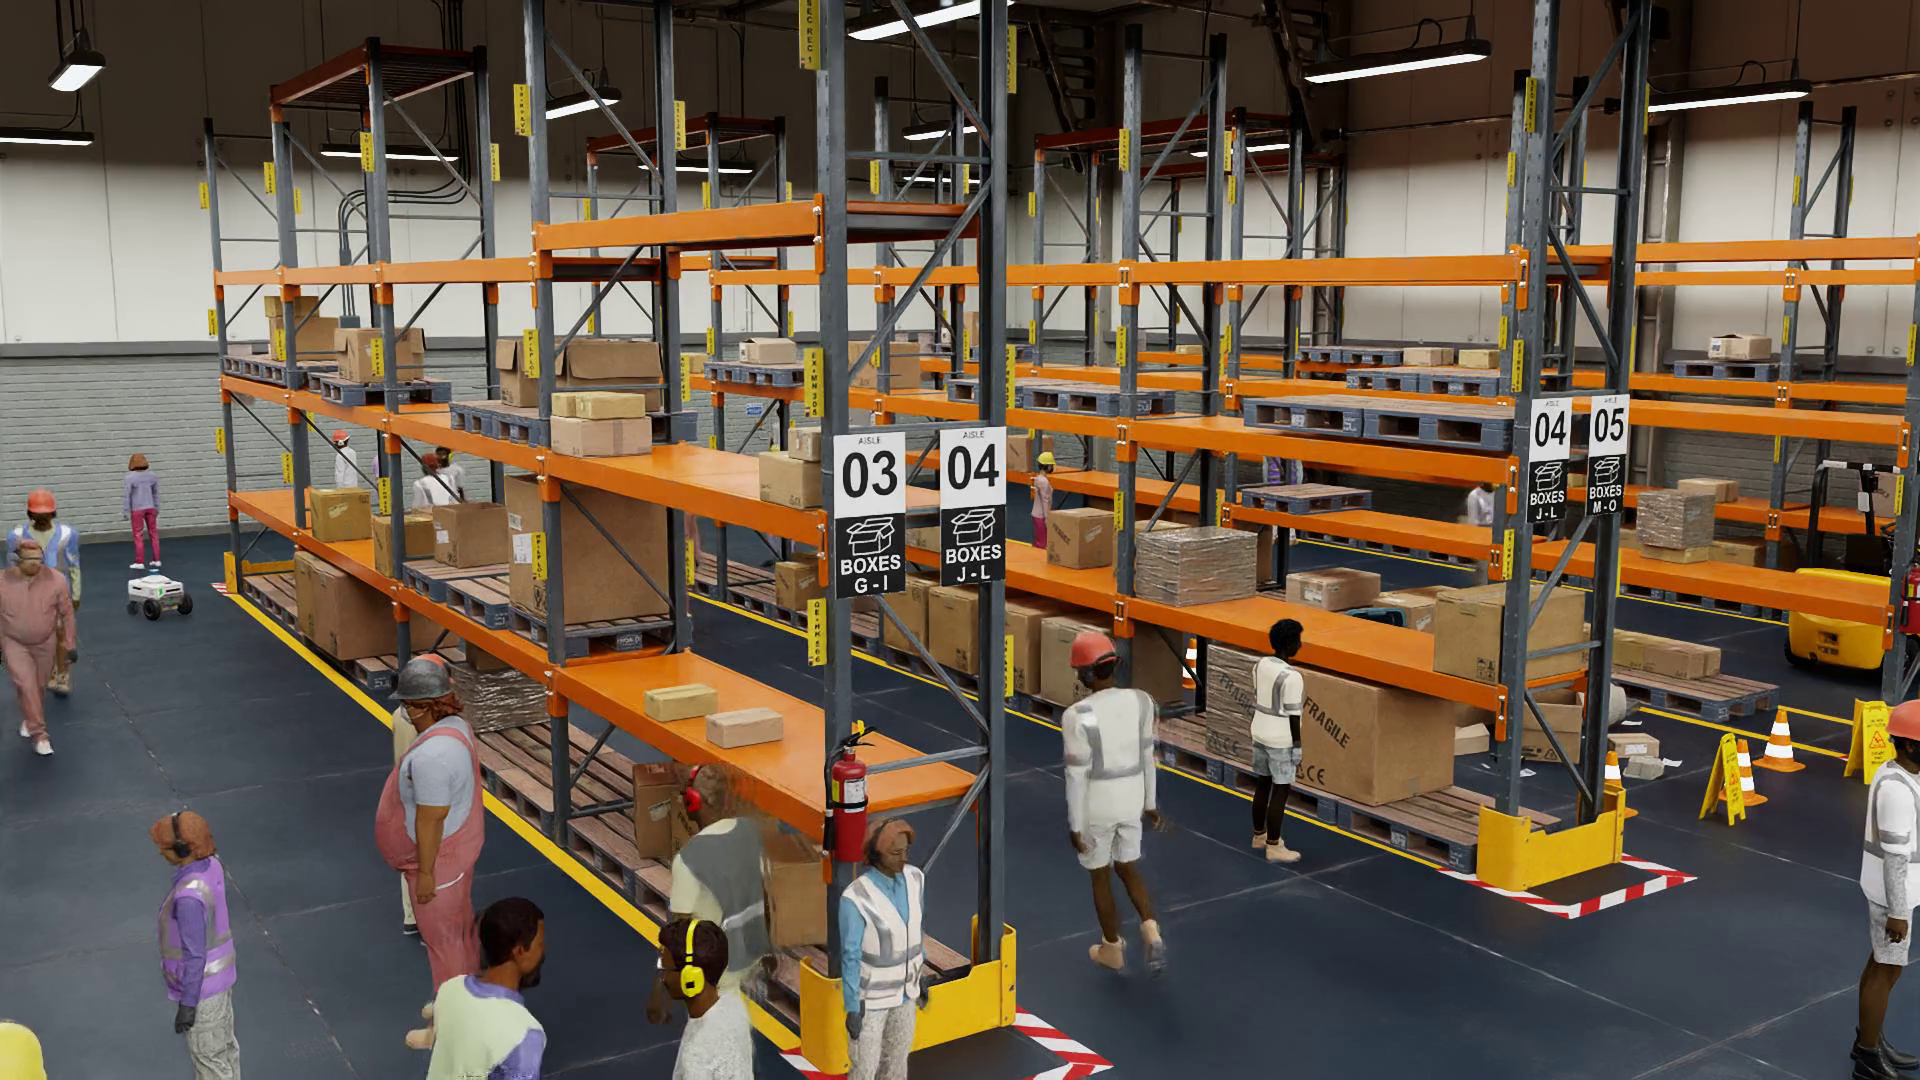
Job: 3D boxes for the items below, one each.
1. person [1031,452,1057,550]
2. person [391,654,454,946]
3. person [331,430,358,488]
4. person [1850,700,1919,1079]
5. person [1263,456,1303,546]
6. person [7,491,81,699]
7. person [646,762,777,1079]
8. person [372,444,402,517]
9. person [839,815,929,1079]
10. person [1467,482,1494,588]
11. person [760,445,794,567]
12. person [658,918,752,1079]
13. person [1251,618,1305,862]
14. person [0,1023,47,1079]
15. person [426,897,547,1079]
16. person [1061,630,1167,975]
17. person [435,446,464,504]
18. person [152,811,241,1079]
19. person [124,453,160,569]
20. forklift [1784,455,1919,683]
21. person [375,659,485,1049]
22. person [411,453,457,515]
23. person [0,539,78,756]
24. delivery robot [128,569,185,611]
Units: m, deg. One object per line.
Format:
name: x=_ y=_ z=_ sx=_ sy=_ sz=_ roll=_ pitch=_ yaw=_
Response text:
person: x=1.133 y=-0.304 z=22.331 sx=0.338 sy=1.758 sz=0.520 roll=-1 pitch=9 yaw=-4
person: x=-3.196 y=1.547 z=10.016 sx=0.342 sy=1.748 sz=0.573 roll=-7 pitch=11 yaw=-39
person: x=-9.642 y=-0.857 z=26.055 sx=0.349 sy=1.743 sz=0.563 roll=0 pitch=9 yaw=2
person: x=4.639 y=1.729 z=8.190 sx=0.360 sy=1.935 sz=0.552 roll=5 pitch=10 yaw=29
person: x=4.972 y=-0.830 z=25.575 sx=0.620 sy=1.838 sz=0.430 roll=4 pitch=10 yaw=26
person: x=-8.810 y=0.527 z=16.021 sx=0.614 sy=1.985 sz=1.025 roll=-3 pitch=9 yaw=-20
person: x=-1.159 y=1.900 z=7.457 sx=0.777 sy=1.802 sz=0.724 roll=4 pitch=9 yaw=24
person: x=-7.808 y=-0.522 z=22.858 sx=0.383 sy=2.036 sz=0.605 roll=0 pitch=9 yaw=3
person: x=-0.332 y=2.009 z=7.325 sx=0.310 sy=1.636 sz=0.522 roll=7 pitch=11 yaw=37
person: x=6.409 y=-0.032 z=20.298 sx=0.620 sy=1.820 sz=0.418 roll=-7 pitch=11 yaw=-39
person: x=-2.568 y=-0.460 z=23.425 sx=0.545 sy=1.747 sz=0.638 roll=-6 pitch=10 yaw=-33
person: x=-0.841 y=2.165 z=5.570 sx=0.328 sy=1.861 sz=0.500 roll=1 pitch=9 yaw=4
person: x=2.181 y=1.369 z=11.420 sx=0.319 sy=1.688 sz=0.537 roll=-3 pitch=9 yaw=-19
person: x=-2.696 y=2.258 z=4.752 sx=0.591 sy=1.905 sz=0.699 roll=-7 pitch=11 yaw=-37
person: x=-1.660 y=2.158 z=5.664 sx=0.857 sy=1.857 sz=0.611 roll=-7 pitch=11 yaw=-37
person: x=0.868 y=1.513 z=9.368 sx=0.652 sy=2.012 sz=0.633 roll=-4 pitch=10 yaw=-27
person: x=-7.065 y=-0.429 z=22.912 sx=0.537 sy=1.834 sz=0.881 roll=1 pitch=9 yaw=6
person: x=-3.386 y=1.994 z=7.413 sx=0.311 sy=1.640 sz=0.514 roll=-2 pitch=9 yaw=-15
person: x=-11.537 y=-0.411 z=23.472 sx=0.278 sy=1.629 sz=0.515 roll=5 pitch=10 yaw=31
forklift: x=9.643 y=0.253 z=17.172 sx=2.313 sy=2.155 sz=1.214 roll=-6 pitch=10 yaw=-33
person: x=-2.761 y=1.605 z=8.674 sx=0.535 sy=2.000 sz=0.683 roll=-1 pitch=9 yaw=-7
person: x=-6.736 y=-0.186 z=21.197 sx=0.834 sy=1.854 sz=0.587 roll=7 pitch=11 yaw=41
person: x=-7.994 y=0.869 z=14.309 sx=0.648 sy=1.837 sz=1.022 roll=-8 pitch=11 yaw=-41
delivery robot: x=-9.661 y=0.598 z=19.983 sx=0.707 sy=0.478 sz=0.477 roll=6 pitch=10 yaw=32
